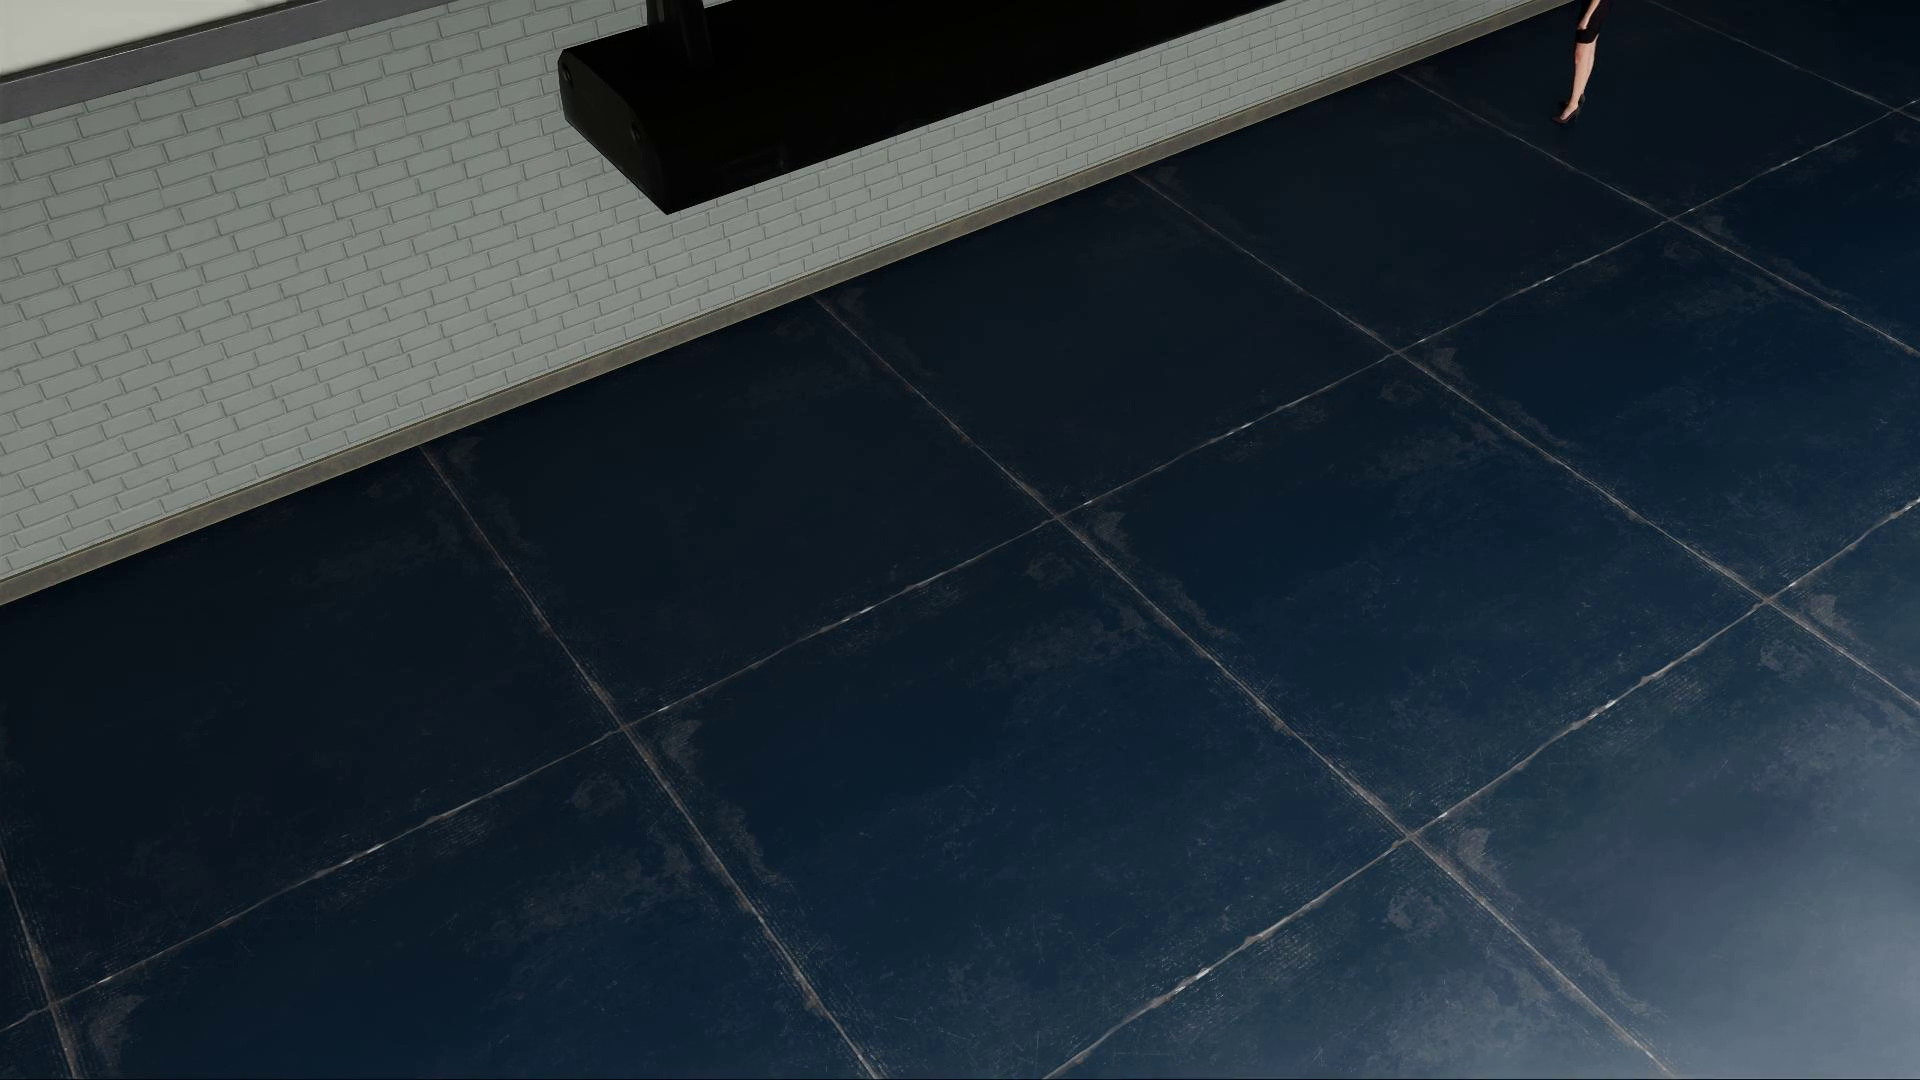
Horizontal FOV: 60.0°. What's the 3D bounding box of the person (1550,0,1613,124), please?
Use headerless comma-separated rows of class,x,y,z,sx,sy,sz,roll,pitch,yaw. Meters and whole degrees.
person,5.132,-4.265,13.487,0.632,1.803,0.667,22,47,22
